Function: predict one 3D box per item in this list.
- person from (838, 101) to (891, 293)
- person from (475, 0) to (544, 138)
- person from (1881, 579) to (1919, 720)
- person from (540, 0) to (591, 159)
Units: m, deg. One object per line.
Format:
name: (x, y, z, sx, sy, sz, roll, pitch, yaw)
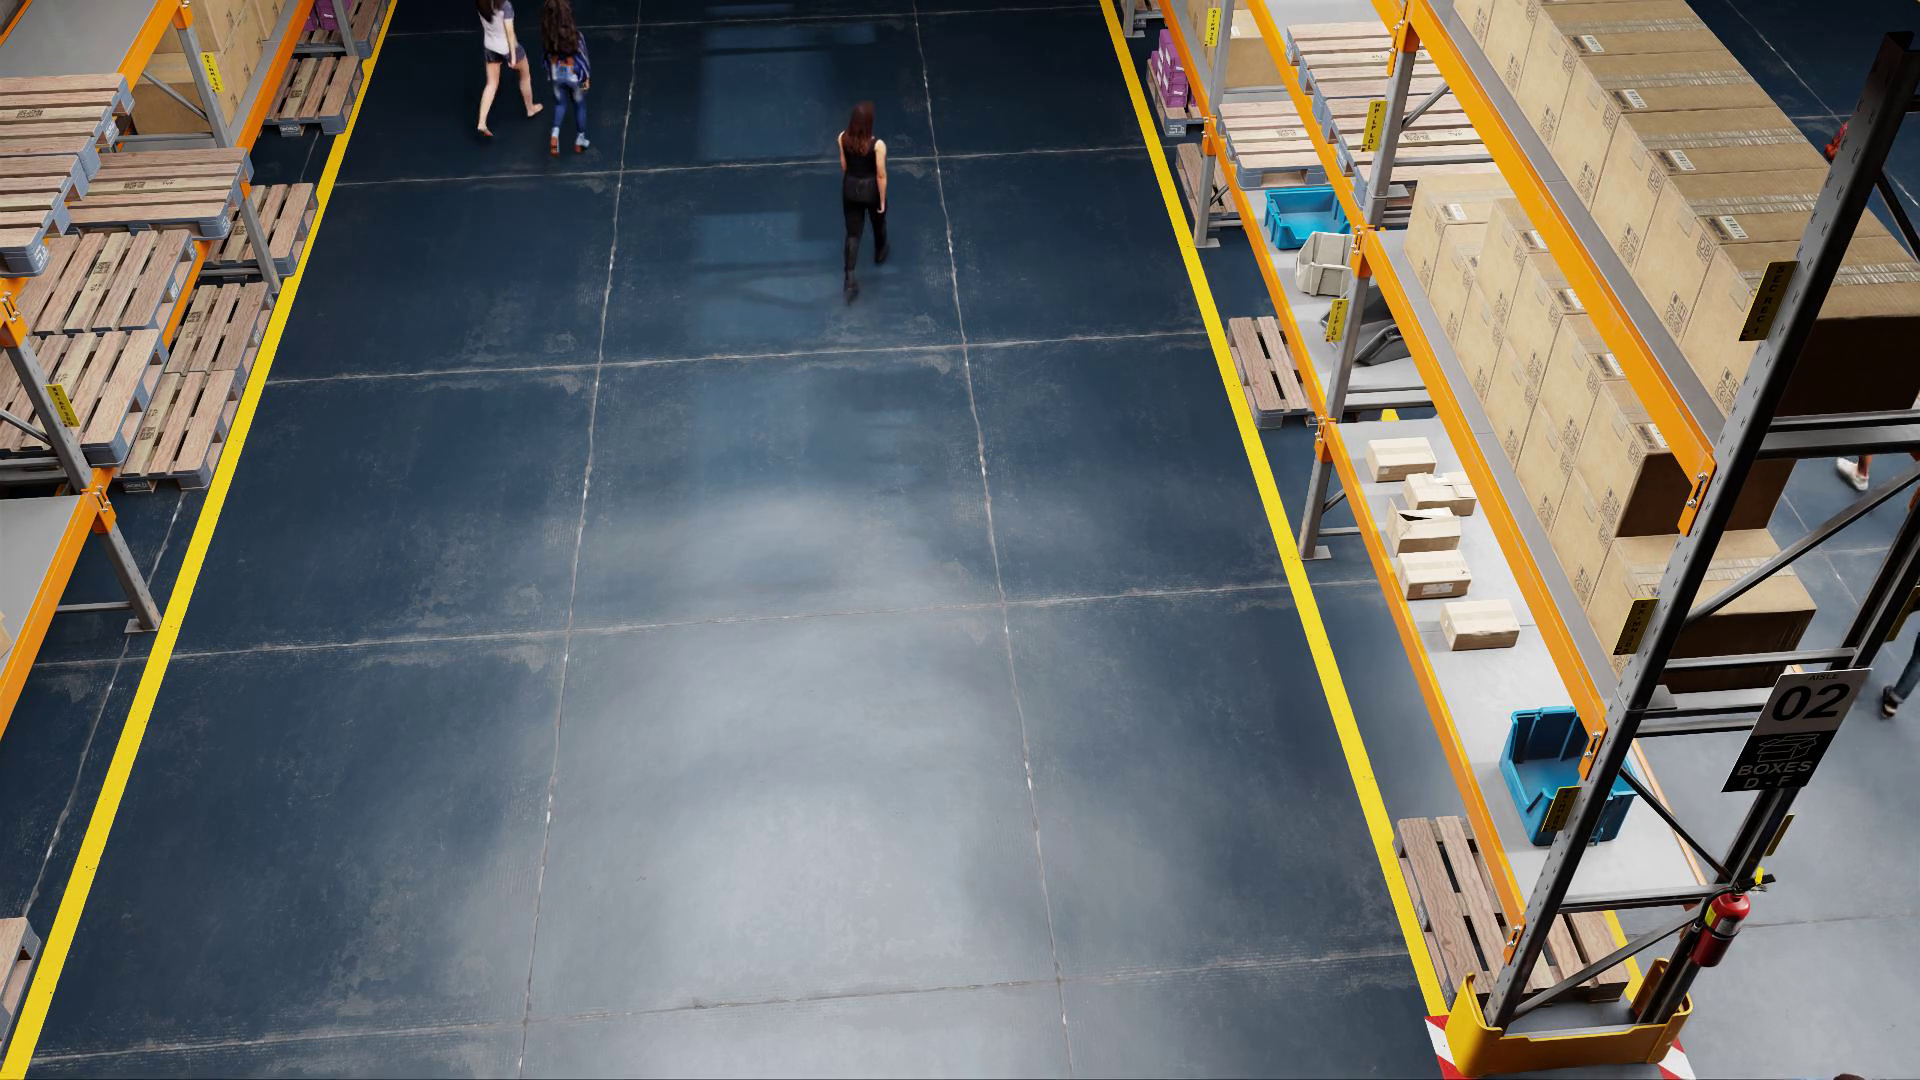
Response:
person: (-0.842, -2.834, 13.871, 0.837, 1.653, 1.184, 9, 44, 10)
person: (-4.390, -4.621, 15.734, 0.964, 1.669, 1.193, 17, 46, 17)
person: (6.096, 0.417, 10.359, 0.913, 1.789, 1.103, 12, 45, 13)
person: (-3.656, -4.245, 15.382, 0.805, 1.612, 0.952, 7, 44, 7)
